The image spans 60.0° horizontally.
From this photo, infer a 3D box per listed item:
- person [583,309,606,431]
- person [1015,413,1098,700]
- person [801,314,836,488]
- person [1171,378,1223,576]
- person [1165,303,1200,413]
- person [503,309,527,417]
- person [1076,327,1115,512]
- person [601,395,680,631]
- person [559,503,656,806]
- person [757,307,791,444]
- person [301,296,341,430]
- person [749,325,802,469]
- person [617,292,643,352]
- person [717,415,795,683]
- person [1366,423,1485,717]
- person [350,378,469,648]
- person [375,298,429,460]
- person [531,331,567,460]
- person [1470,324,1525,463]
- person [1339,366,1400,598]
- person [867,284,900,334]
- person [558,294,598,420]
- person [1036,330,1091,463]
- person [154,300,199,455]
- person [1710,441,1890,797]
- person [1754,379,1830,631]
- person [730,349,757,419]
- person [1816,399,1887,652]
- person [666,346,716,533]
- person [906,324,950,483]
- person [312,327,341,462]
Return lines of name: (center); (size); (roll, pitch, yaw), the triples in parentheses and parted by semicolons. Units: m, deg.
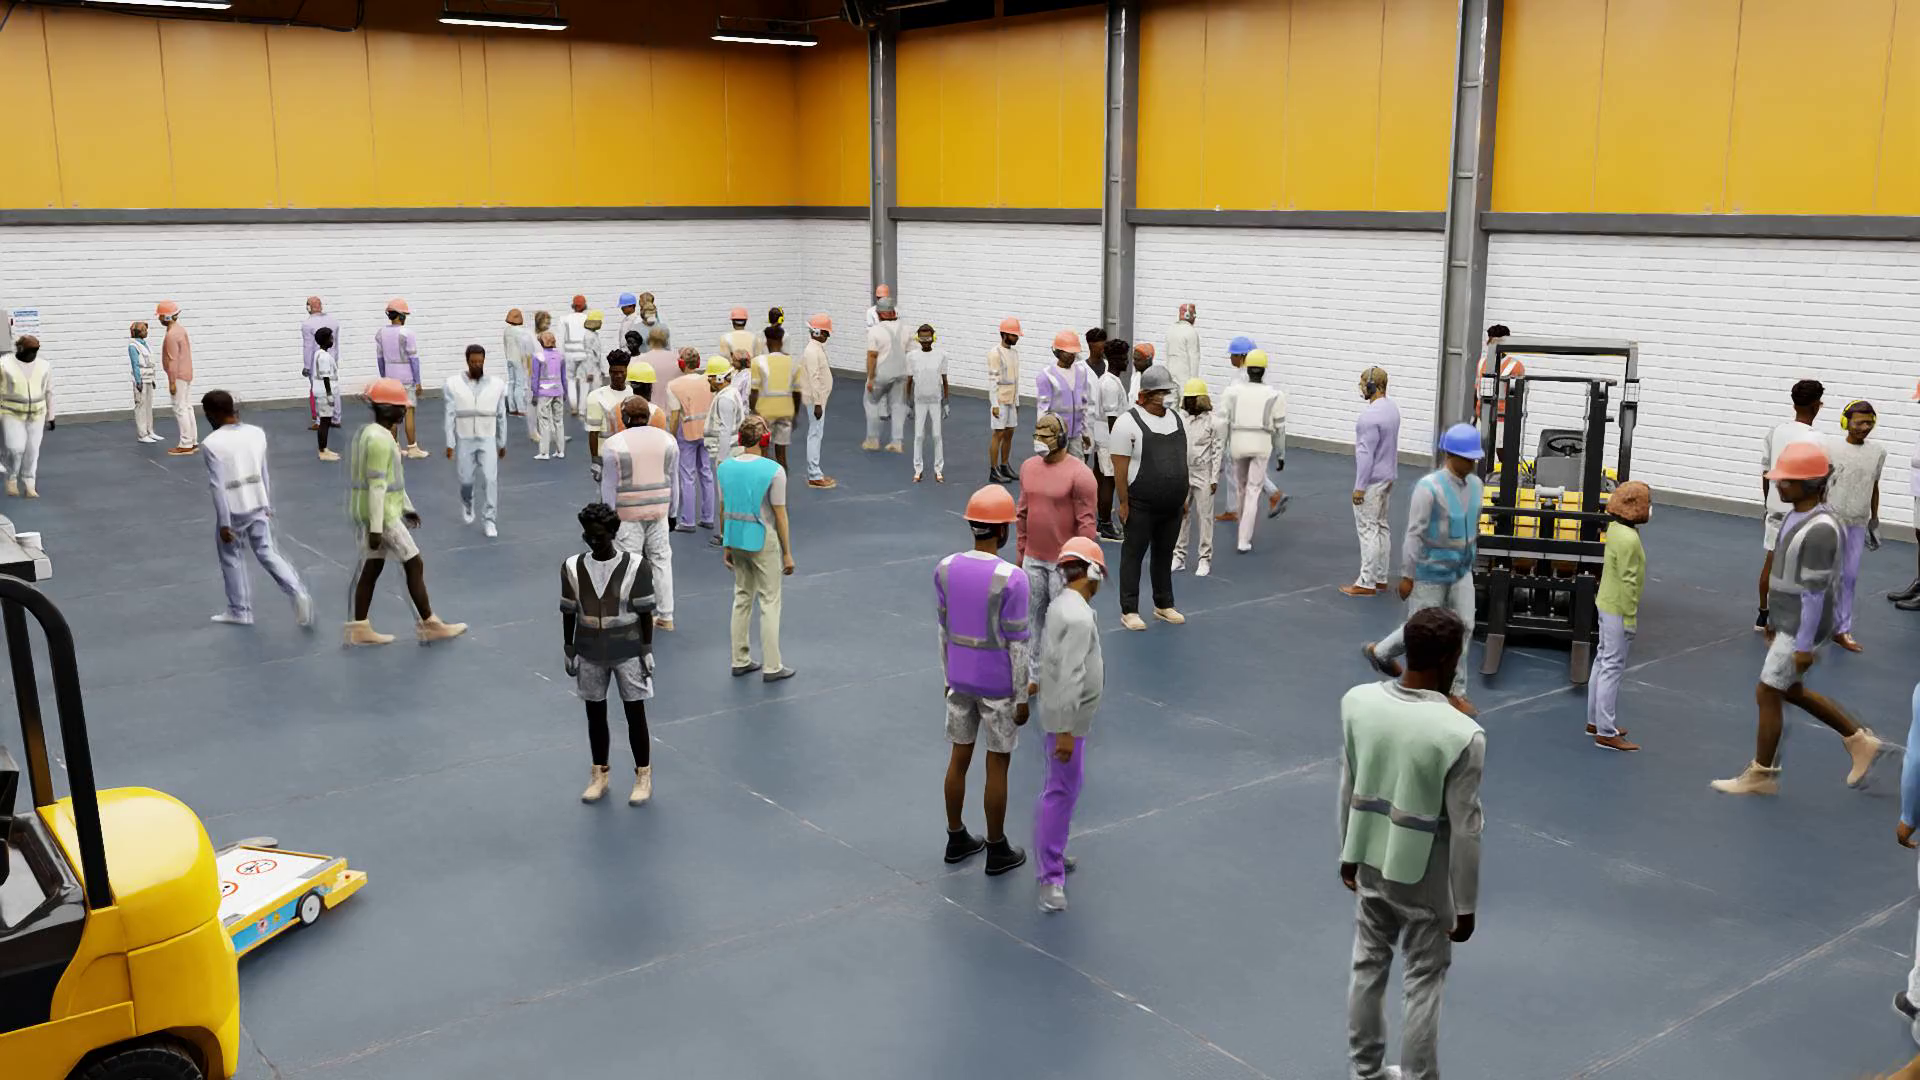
person: (-5.129, -2.375, 23.440); (0.345, 1.733, 0.532); (0, 12, -2)
person: (0.599, 0.134, 10.838); (0.635, 1.939, 0.366); (11, 16, 43)
person: (-1.619, -1.590, 19.047); (0.388, 1.987, 0.608); (-1, 12, -4)
person: (2.051, -0.553, 14.627); (0.483, 1.745, 0.302); (8, 14, 34)
person: (3.011, -2.213, 22.261); (0.401, 1.904, 0.640); (-6, 13, -25)
person: (-6.701, -2.679, 25.161); (0.498, 1.634, 0.281); (10, 16, 41)
person: (1.403, -1.243, 17.419); (0.613, 1.964, 0.361); (-7, 14, -31)
person: (-2.430, -0.190, 12.661); (0.624, 1.835, 0.429); (-8, 14, -35)
person: (-1.924, 0.618, 9.115); (0.539, 1.686, 0.320); (1, 12, 5)
person: (-2.467, -2.178, 22.213); (0.524, 1.857, 0.341); (4, 12, 20)
person: (-9.149, -2.522, 23.758); (0.405, 1.903, 0.636); (5, 13, 24)
person: (-2.020, -1.371, 18.127); (0.660, 1.934, 0.581); (-6, 13, -26)
person: (-4.737, -2.597, 24.010); (0.390, 1.945, 0.603); (-8, 14, -34)
person: (-1.420, 0.064, 11.433); (0.582, 1.830, 0.393); (8, 14, 33)
person: (3.034, 0.162, 10.763); (0.659, 1.909, 0.777); (-7, 14, -31)
person: (-4.104, -0.196, 12.273); (0.959, 2.002, 0.615); (-5, 13, -25)
person: (-7.066, -2.034, 21.058); (0.605, 2.041, 0.387); (5, 13, 21)
person: (-5.194, -1.829, 21.063); (0.324, 1.631, 0.522); (9, 15, 38)
person: (5.741, -1.336, 17.868); (0.367, 1.967, 0.603); (-8, 14, -33)
person: (3.438, -0.482, 13.850); (0.384, 1.929, 0.635); (7, 14, 32)
person: (-1.214, -3.108, 26.535); (0.539, 1.930, 0.387); (-2, 12, -7)
person: (-5.676, -2.724, 24.822); (0.600, 1.862, 0.492); (-2, 12, -9)
person: (1.038, -1.060, 16.402); (0.613, 2.028, 0.409); (-9, 15, -36)
person: (-10.117, -2.095, 21.482); (0.406, 1.986, 0.629); (-2, 12, -10)
person: (4.693, 0.460, 9.116); (0.856, 2.017, 0.617); (3, 12, 15)
person: (6.297, -0.231, 12.529); (0.361, 1.965, 0.613); (-3, 12, -15)
person: (-2.416, -1.328, 18.650); (0.314, 1.629, 0.508); (-7, 14, -32)
person: (6.474, -0.103, 12.161); (0.533, 1.864, 0.310); (0, 12, 1)
person: (-2.645, -0.989, 16.483); (0.389, 1.846, 0.565); (11, 16, 42)
person: (-0.373, -1.590, 19.361); (0.510, 1.861, 0.324); (0, 12, -1)
person: (-7.988, -1.837, 20.970); (0.321, 1.693, 0.539); (-6, 13, -25)
